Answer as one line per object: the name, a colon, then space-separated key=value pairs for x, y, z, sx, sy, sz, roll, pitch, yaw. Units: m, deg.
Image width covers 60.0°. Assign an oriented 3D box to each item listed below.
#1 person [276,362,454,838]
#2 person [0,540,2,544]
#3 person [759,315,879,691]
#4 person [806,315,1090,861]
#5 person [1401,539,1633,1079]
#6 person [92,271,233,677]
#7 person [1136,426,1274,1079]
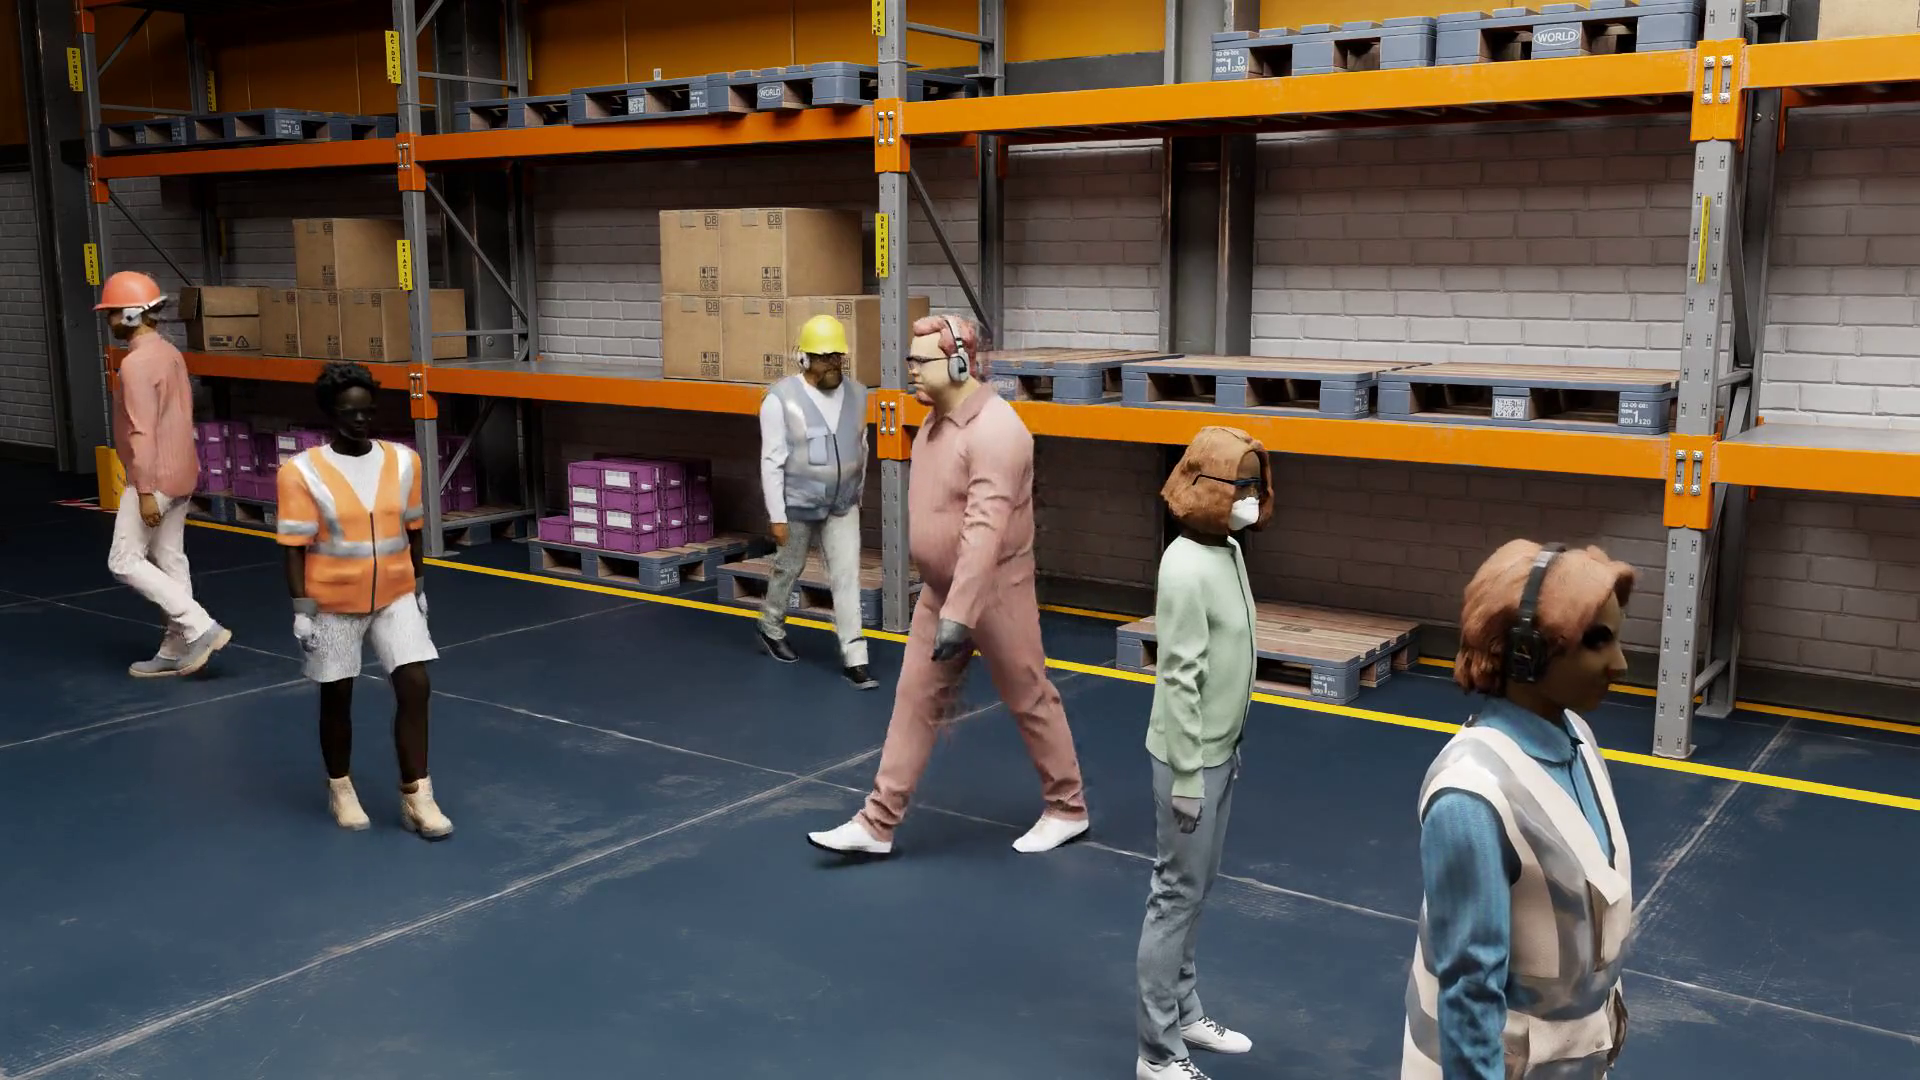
person: x=-2.042 y=0.230 z=5.755 sx=0.546 sy=1.670 sz=0.690 roll=-8 pitch=12 yaw=-40
person: x=-7.002 y=-0.884 z=11.613 sx=0.373 sy=1.934 sz=0.551 roll=4 pitch=10 yaw=21
person: x=-0.717 y=-0.207 z=8.090 sx=0.620 sy=1.777 sz=0.981 roll=-6 pitch=11 yaw=-31
person: x=0.012 y=0.179 z=5.554 sx=1.006 sy=1.846 sz=0.641 roll=-5 pitch=11 yaw=-29
person: x=0.793 y=0.811 z=2.413 sx=0.307 sy=1.638 sz=0.512 roll=6 pitch=11 yaw=32
person: x=-3.847 y=-0.292 z=7.983 sx=0.468 sy=1.977 sz=0.624 roll=-1 pitch=10 yaw=-5
person: x=0.602 y=0.535 z=4.063 sx=0.281 sy=1.631 sz=0.507 roll=3 pitch=10 yaw=20
